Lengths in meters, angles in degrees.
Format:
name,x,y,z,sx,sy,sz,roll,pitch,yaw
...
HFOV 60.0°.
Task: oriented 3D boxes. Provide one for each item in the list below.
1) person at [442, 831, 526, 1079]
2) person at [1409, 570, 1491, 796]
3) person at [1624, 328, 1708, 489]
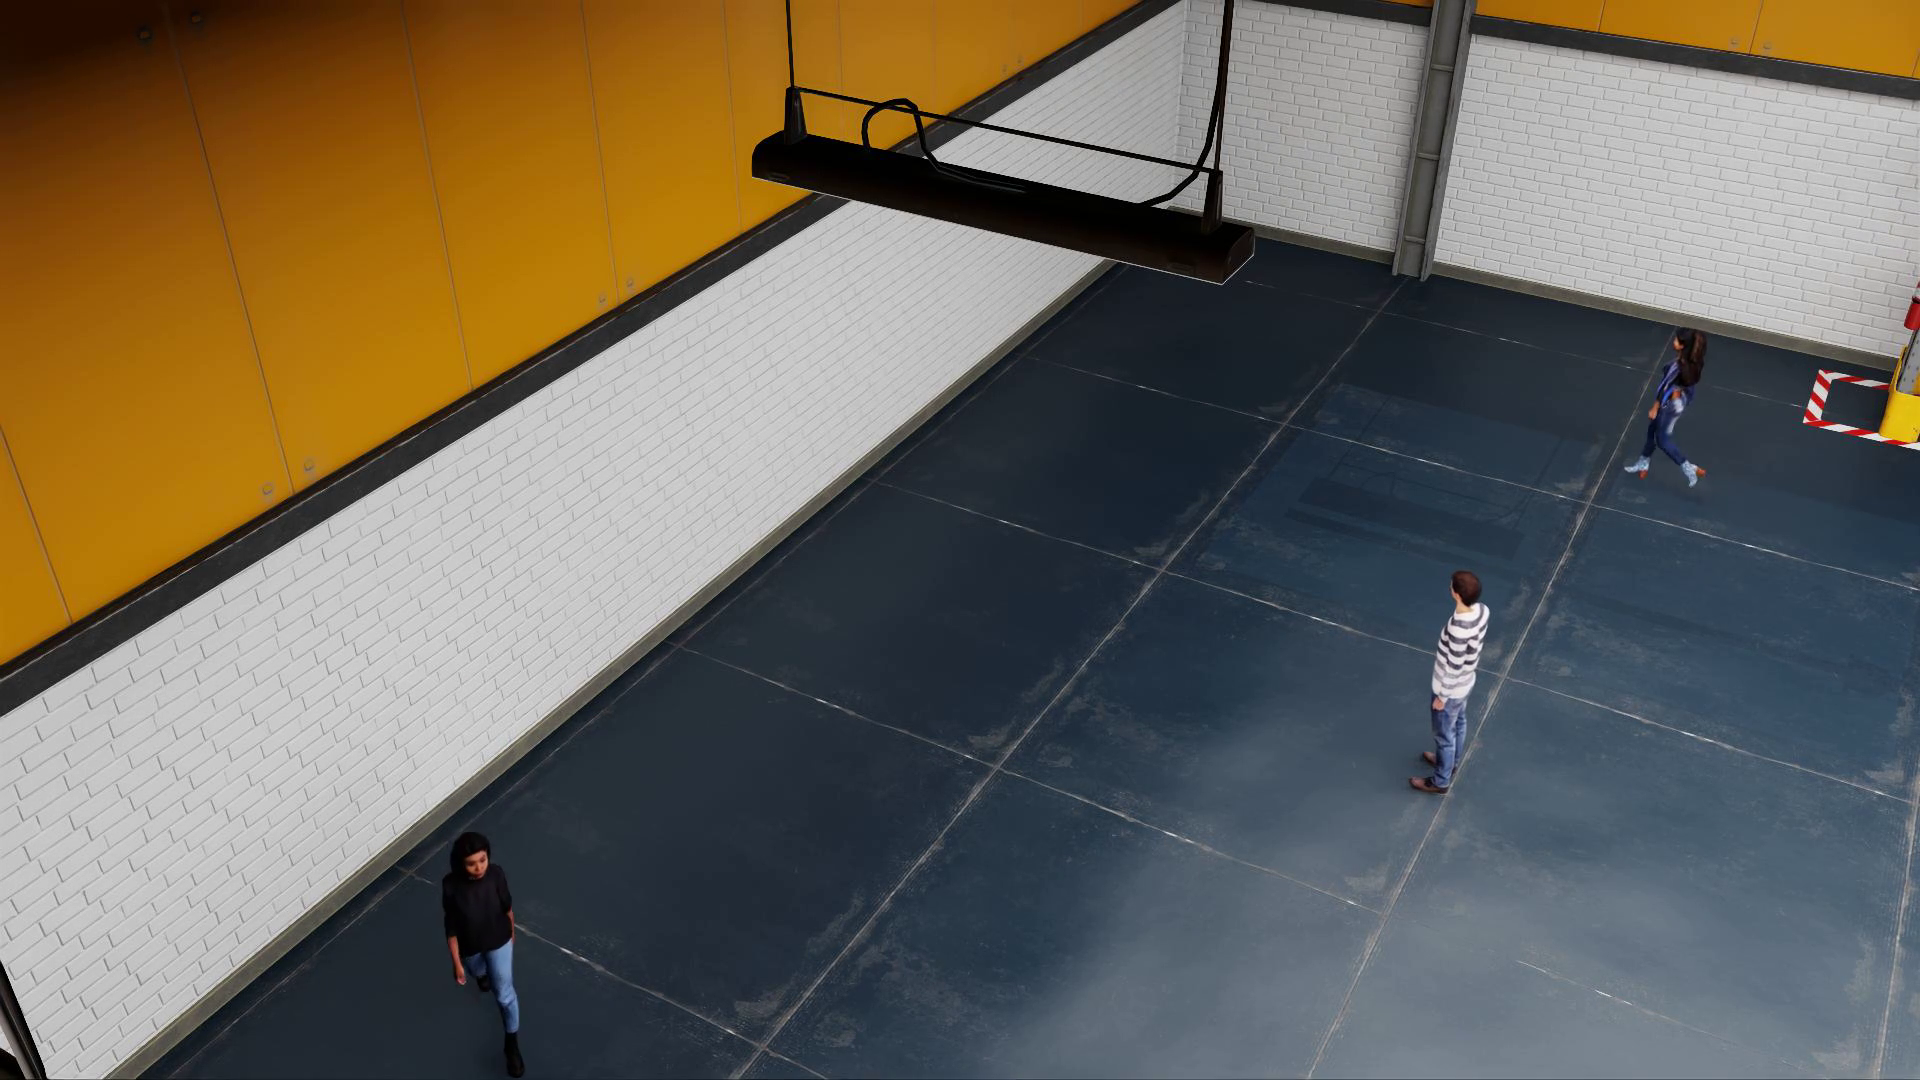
name,x,y,z,sx,sy,sz,roll,pitch,yaw
person,-2.871,2.363,9.967,1.043,1.656,1.167,-10,35,-15
person,3.522,1.008,11.831,0.545,1.850,0.657,21,39,28
person,6.623,-1.187,15.356,1.013,1.602,0.744,27,42,34
